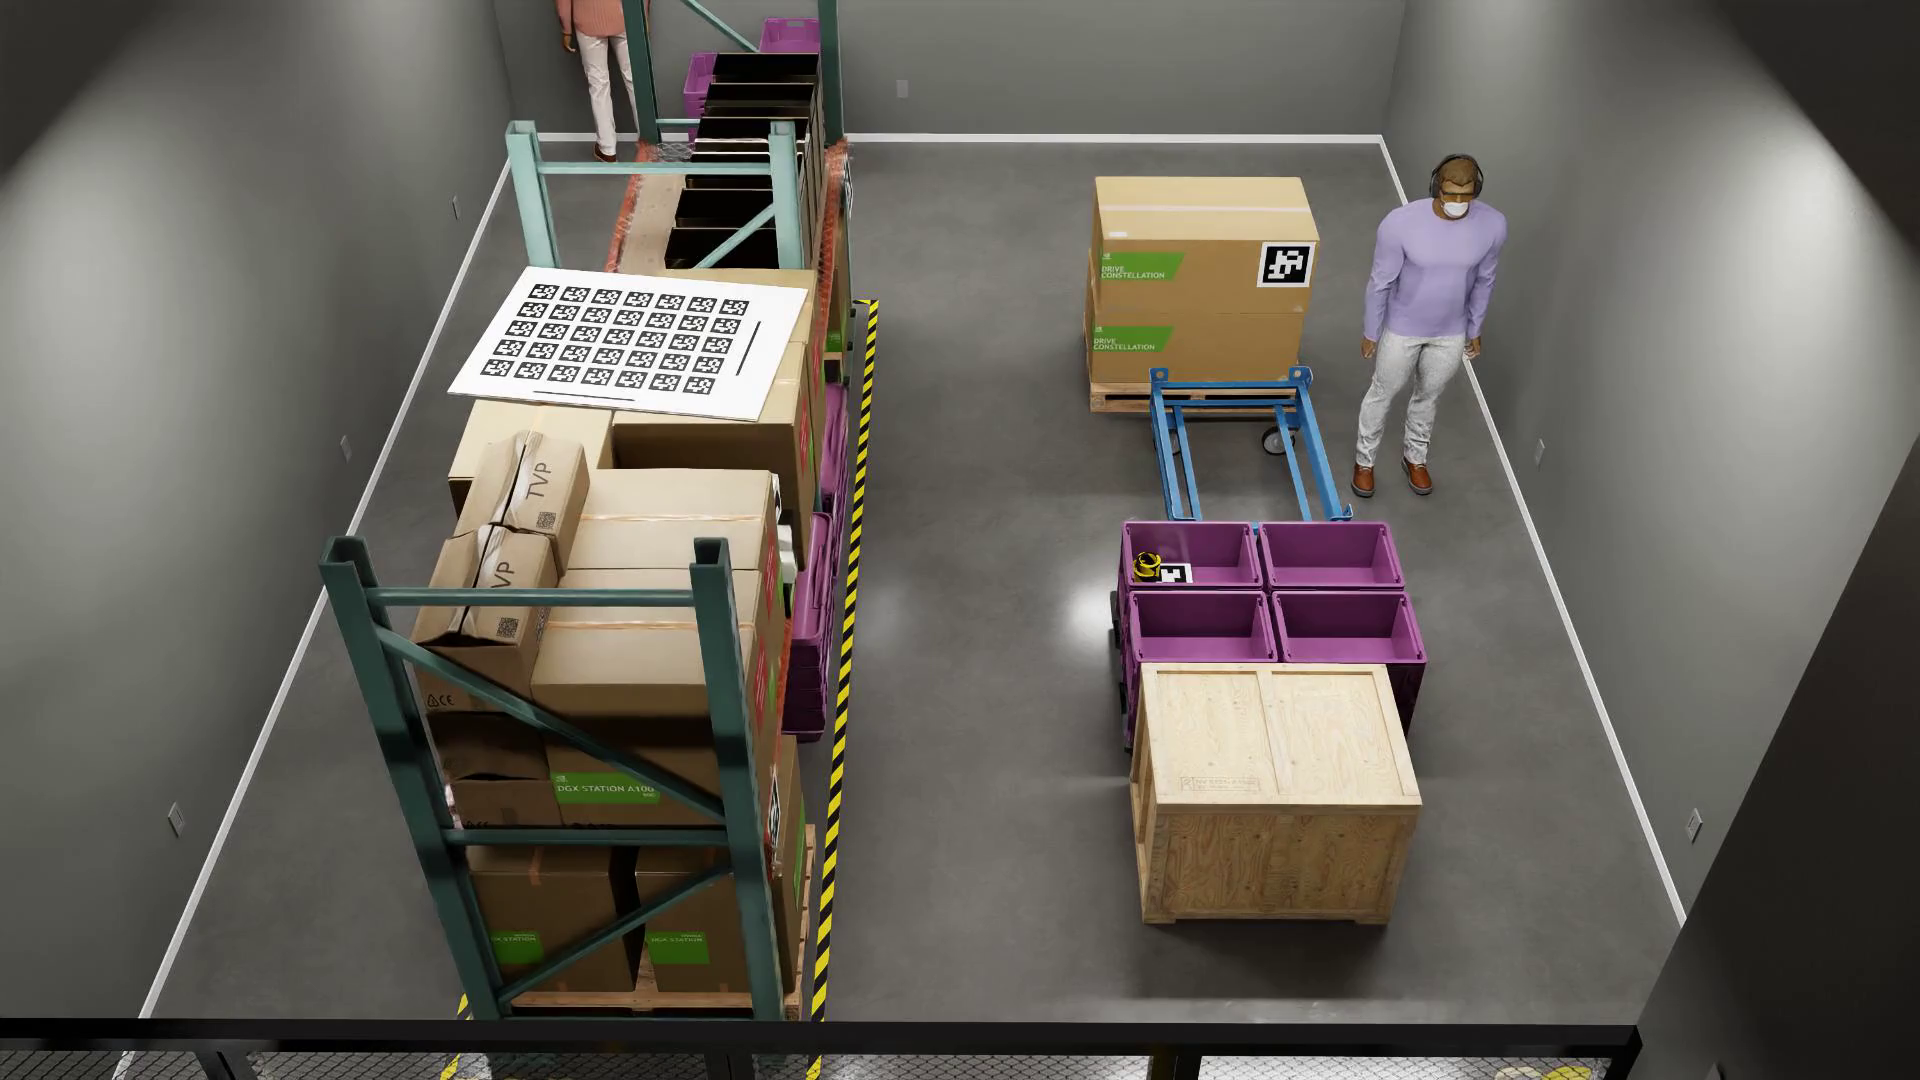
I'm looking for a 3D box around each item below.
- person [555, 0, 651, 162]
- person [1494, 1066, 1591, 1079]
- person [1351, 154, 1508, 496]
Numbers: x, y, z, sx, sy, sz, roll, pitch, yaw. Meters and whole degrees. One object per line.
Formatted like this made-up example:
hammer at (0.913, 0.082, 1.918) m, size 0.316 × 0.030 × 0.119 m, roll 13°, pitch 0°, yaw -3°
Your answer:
person at (-2.352, -3.441, 10.995) m, size 0.621 × 1.992 × 0.397 m, roll -16°, pitch 44°, yaw -17°
person at (1.605, 2.073, 4.828) m, size 0.404 × 1.832 × 0.600 m, roll 5°, pitch 41°, yaw 6°
person at (2.318, -1.058, 8.319) m, size 0.635 × 1.938 × 0.359 m, roll -2°, pitch 41°, yaw -2°
